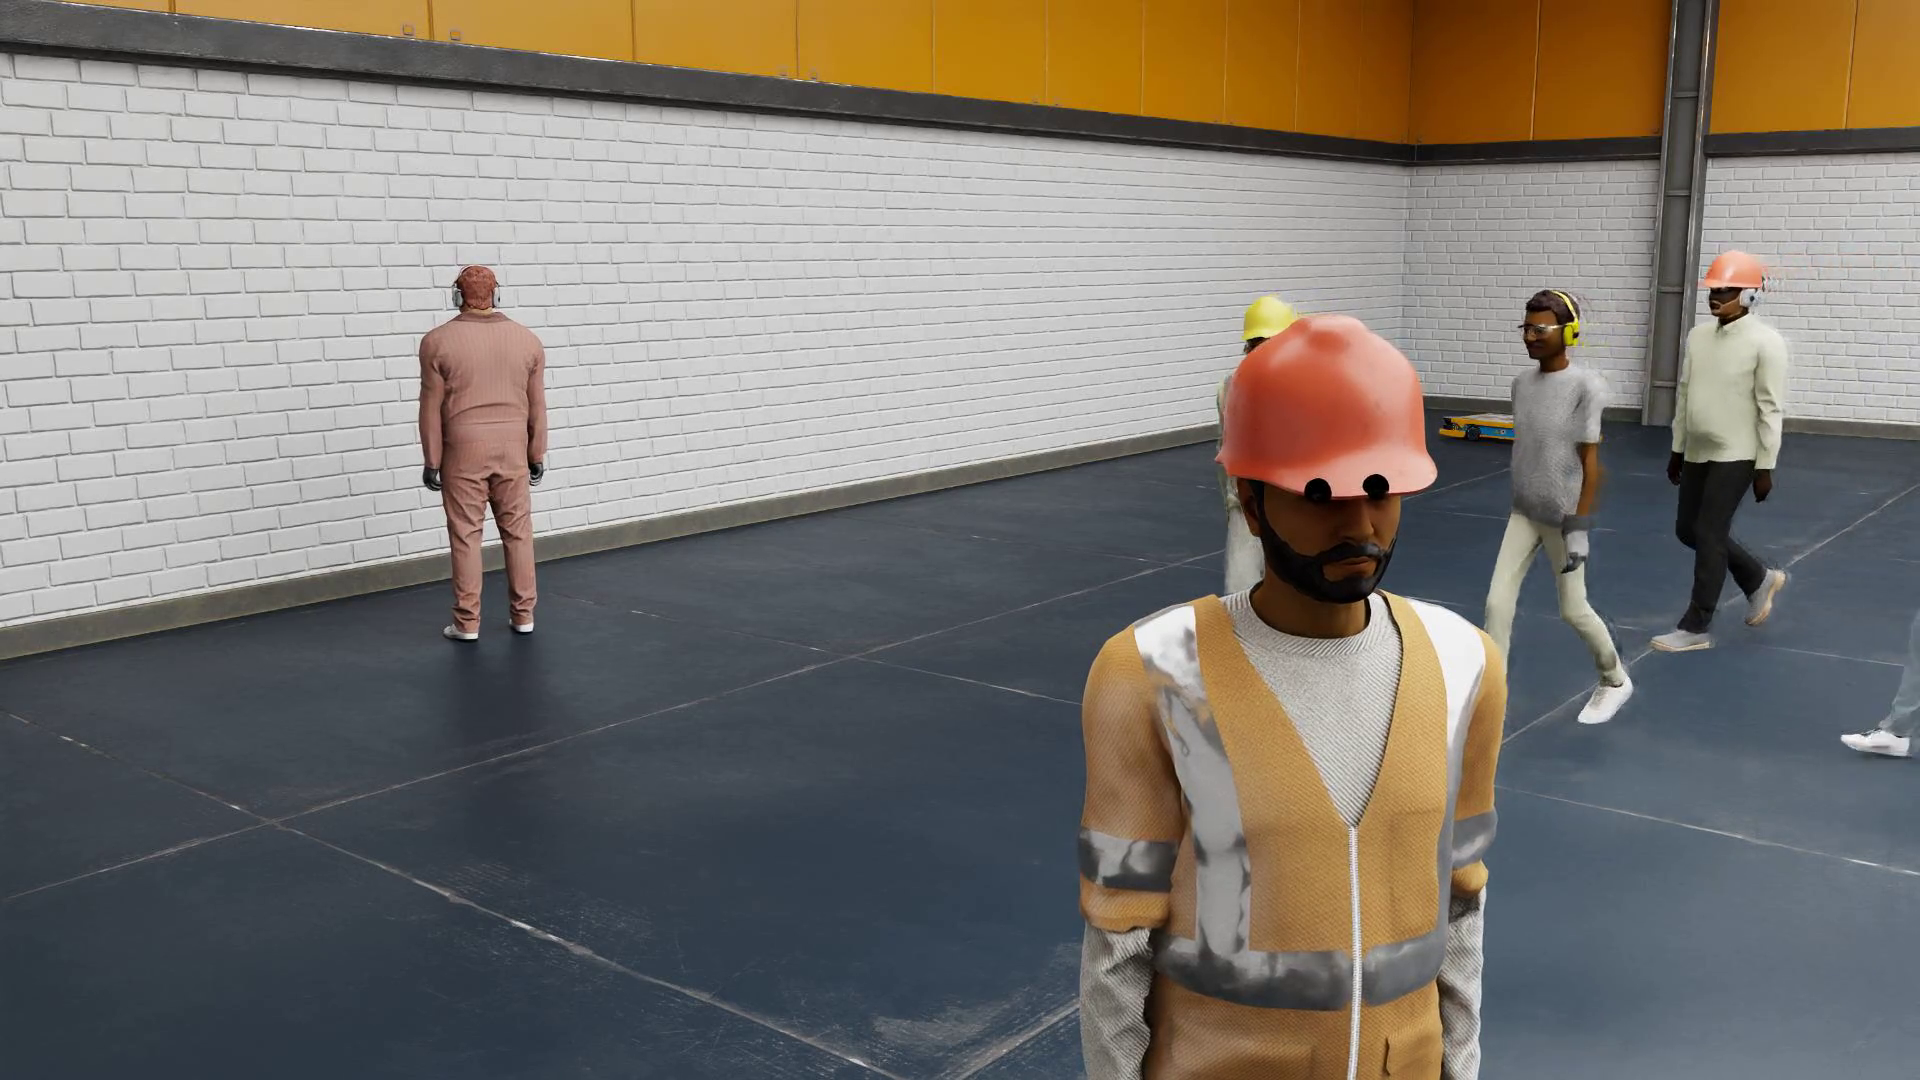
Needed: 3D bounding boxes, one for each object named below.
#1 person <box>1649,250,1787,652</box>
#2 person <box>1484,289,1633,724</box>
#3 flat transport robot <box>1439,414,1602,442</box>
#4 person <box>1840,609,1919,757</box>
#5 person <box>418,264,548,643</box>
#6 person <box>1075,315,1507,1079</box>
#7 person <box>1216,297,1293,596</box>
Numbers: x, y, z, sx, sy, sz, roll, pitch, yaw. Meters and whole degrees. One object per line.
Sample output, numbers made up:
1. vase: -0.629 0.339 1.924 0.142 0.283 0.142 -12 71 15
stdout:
1. person: 3.814 -0.436 8.223 0.746 1.978 0.626 -3 11 -14
2. person: 2.432 -0.100 6.771 0.929 1.835 0.520 -6 12 -30
3. flat transport robot: 5.606 -1.110 16.683 0.652 0.197 1.431 -8 13 -38
4. person: 3.776 0.090 6.306 0.740 1.600 0.529 0 10 -1
5. person: -2.421 -0.436 8.451 0.645 1.903 0.401 -7 12 -35
6. person: 0.414 0.700 2.040 0.546 1.938 0.361 -3 11 -15
7. person: 1.375 -0.163 7.269 0.591 1.777 0.959 5 11 26
